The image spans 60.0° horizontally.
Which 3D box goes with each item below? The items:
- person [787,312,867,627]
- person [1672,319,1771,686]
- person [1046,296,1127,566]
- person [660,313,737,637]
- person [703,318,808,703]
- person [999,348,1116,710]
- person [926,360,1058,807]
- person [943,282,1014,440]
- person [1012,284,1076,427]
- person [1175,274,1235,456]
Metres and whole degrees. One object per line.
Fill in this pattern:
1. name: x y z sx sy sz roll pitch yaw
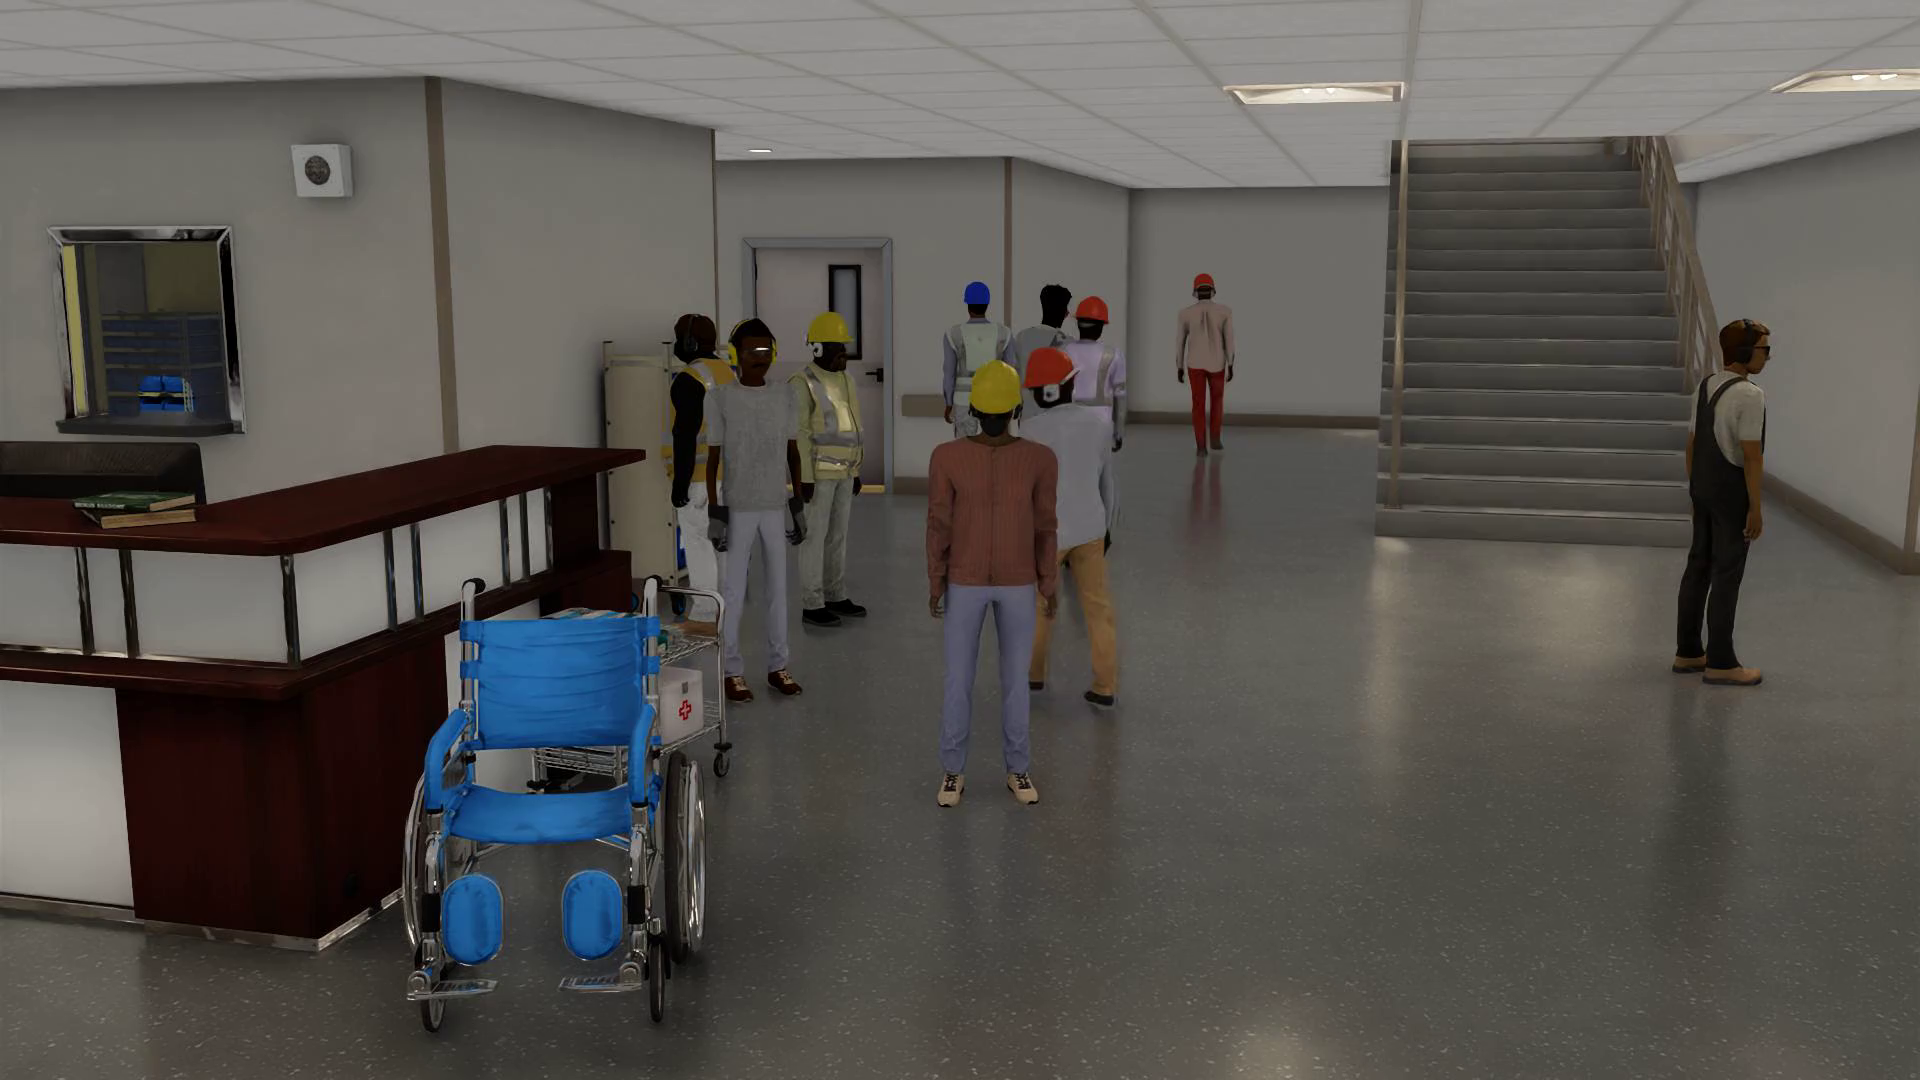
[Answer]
1. person: -0.765 -0.418 9.786 0.404 1.833 0.587 5 11 27
2. person: 3.873 -0.193 8.421 0.325 1.842 0.513 -2 10 -10
3. person: 0.897 -0.776 11.781 0.548 1.876 1.032 4 11 25
4. person: -1.488 -0.369 9.516 0.429 1.837 0.629 2 10 13
5. person: -0.986 -0.143 8.087 0.505 1.864 0.333 -5 11 -28
6. person: 0.469 -0.064 8.017 0.632 1.712 0.783 -6 11 -31
7. person: 0.129 0.177 6.510 0.524 1.760 0.328 -1 10 -5
8. person: 0.155 -1.149 13.742 0.605 1.951 0.380 -1 10 -8
9. person: 0.669 -0.970 12.700 0.611 1.951 0.388 9 13 43
10. person: 2.666 -1.909 18.162 0.637 1.961 0.678 1 10 7
